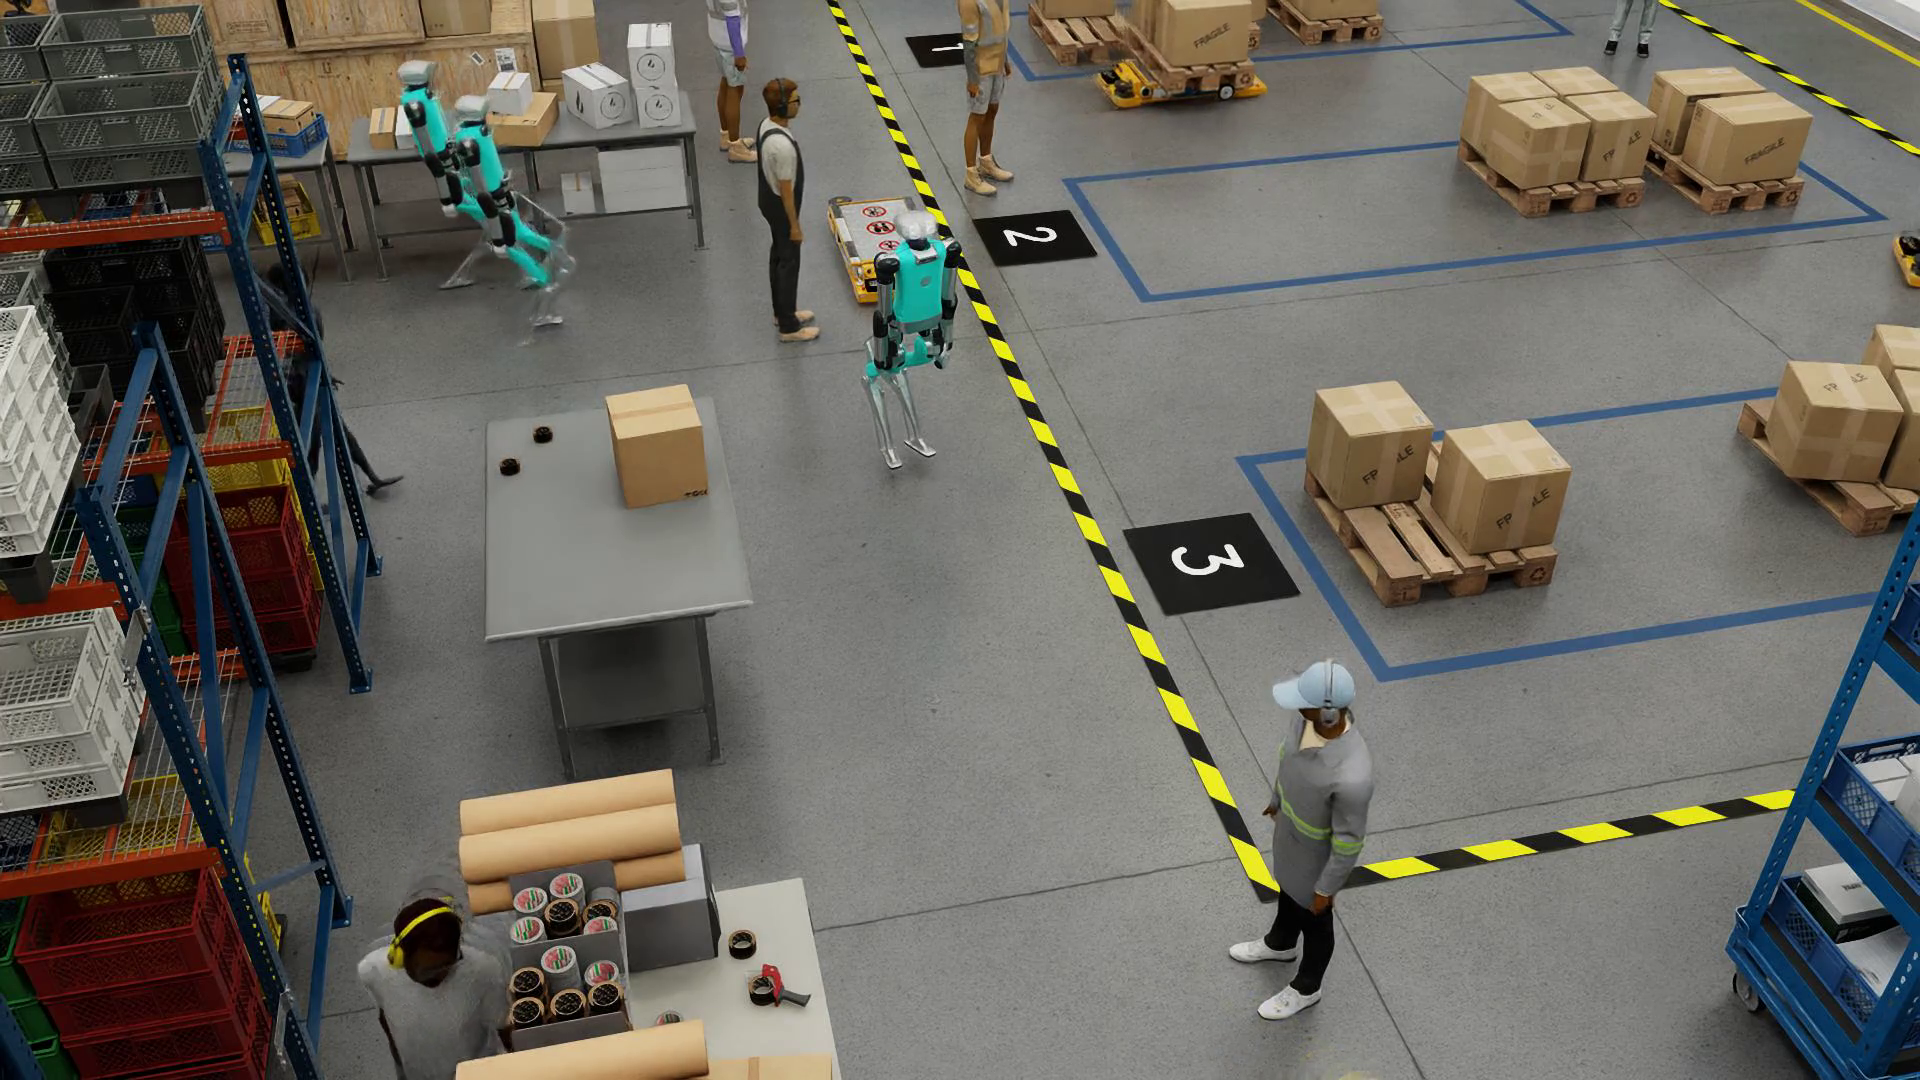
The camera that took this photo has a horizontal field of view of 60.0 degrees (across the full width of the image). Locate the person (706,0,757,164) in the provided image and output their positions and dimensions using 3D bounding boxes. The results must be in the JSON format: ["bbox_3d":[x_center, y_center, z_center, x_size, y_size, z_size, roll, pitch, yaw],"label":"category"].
[{"bbox_3d":[-1.850,-4.102,13.582,0.380,2.041,0.614,-12,38,-16],"label":"person"}]

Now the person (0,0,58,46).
[{"bbox_3d":[-7.945,-4.443,14.128,0.542,1.938,0.352,-19,41,-23],"label":"person"}]

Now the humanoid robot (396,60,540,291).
[{"bbox_3d":[-3.351,-2.534,11.754,0.937,1.763,0.539,-6,37,-8],"label":"humanoid robot"}]

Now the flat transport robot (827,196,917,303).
[{"bbox_3d":[-0.570,-2.220,12.538,0.659,0.231,1.431,-8,37,-10],"label":"flat transport robot"}]

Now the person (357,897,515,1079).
[{"bbox_3d":[-1.745,1.911,5.686,0.520,1.813,0.941,-1,37,-1],"label":"person"}]

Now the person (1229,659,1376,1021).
[{"bbox_3d":[1.364,1.189,6.632,0.396,1.849,0.587,-7,37,-9],"label":"person"}]

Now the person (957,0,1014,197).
[{"bbox_3d":[0.228,-3.745,13.100,0.366,2.047,0.605,18,40,23],"label":"person"}]

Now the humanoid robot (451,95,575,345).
[{"bbox_3d":[-2.914,-2.129,11.187,0.750,1.774,0.541,-4,37,-5],"label":"humanoid robot"}]

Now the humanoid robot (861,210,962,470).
[{"bbox_3d":[-0.361,-1.248,9.891,0.533,1.674,0.735,-19,41,-23],"label":"humanoid robot"}]

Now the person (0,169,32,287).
[{"bbox_3d":[-6.191,-1.849,10.727,0.430,1.838,0.618,-9,38,-12],"label":"person"}]

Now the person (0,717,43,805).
[{"bbox_3d":[-4.603,0.469,7.586,0.327,1.865,0.543,-12,38,-15],"label":"person"}]

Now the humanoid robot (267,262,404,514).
[{"bbox_3d":[-3.688,-0.870,9.559,0.662,1.632,0.596,-9,38,-12],"label":"humanoid robot"}]

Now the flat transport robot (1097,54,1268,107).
[{"bbox_3d":[2.031,-4.232,15.219,1.431,0.197,0.652,-8,37,-10],"label":"flat transport robot"}]

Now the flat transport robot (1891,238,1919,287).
[{"bbox_3d":[7.726,-2.027,12.255,1.431,0.197,0.652,8,37,11],"label":"flat transport robot"}]

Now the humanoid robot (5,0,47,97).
[{"bbox_3d":[-7.292,-3.617,13.232,0.607,1.652,0.327,20,41,25],"label":"humanoid robot"}]

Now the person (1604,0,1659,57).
[{"bbox_3d":[6.467,-5.445,15.563,0.598,1.827,0.404,10,38,13],"label":"person"}]

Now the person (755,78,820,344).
[{"bbox_3d":[-1.175,-2.212,11.217,0.351,1.841,0.506,-10,38,-14],"label":"person"}]
